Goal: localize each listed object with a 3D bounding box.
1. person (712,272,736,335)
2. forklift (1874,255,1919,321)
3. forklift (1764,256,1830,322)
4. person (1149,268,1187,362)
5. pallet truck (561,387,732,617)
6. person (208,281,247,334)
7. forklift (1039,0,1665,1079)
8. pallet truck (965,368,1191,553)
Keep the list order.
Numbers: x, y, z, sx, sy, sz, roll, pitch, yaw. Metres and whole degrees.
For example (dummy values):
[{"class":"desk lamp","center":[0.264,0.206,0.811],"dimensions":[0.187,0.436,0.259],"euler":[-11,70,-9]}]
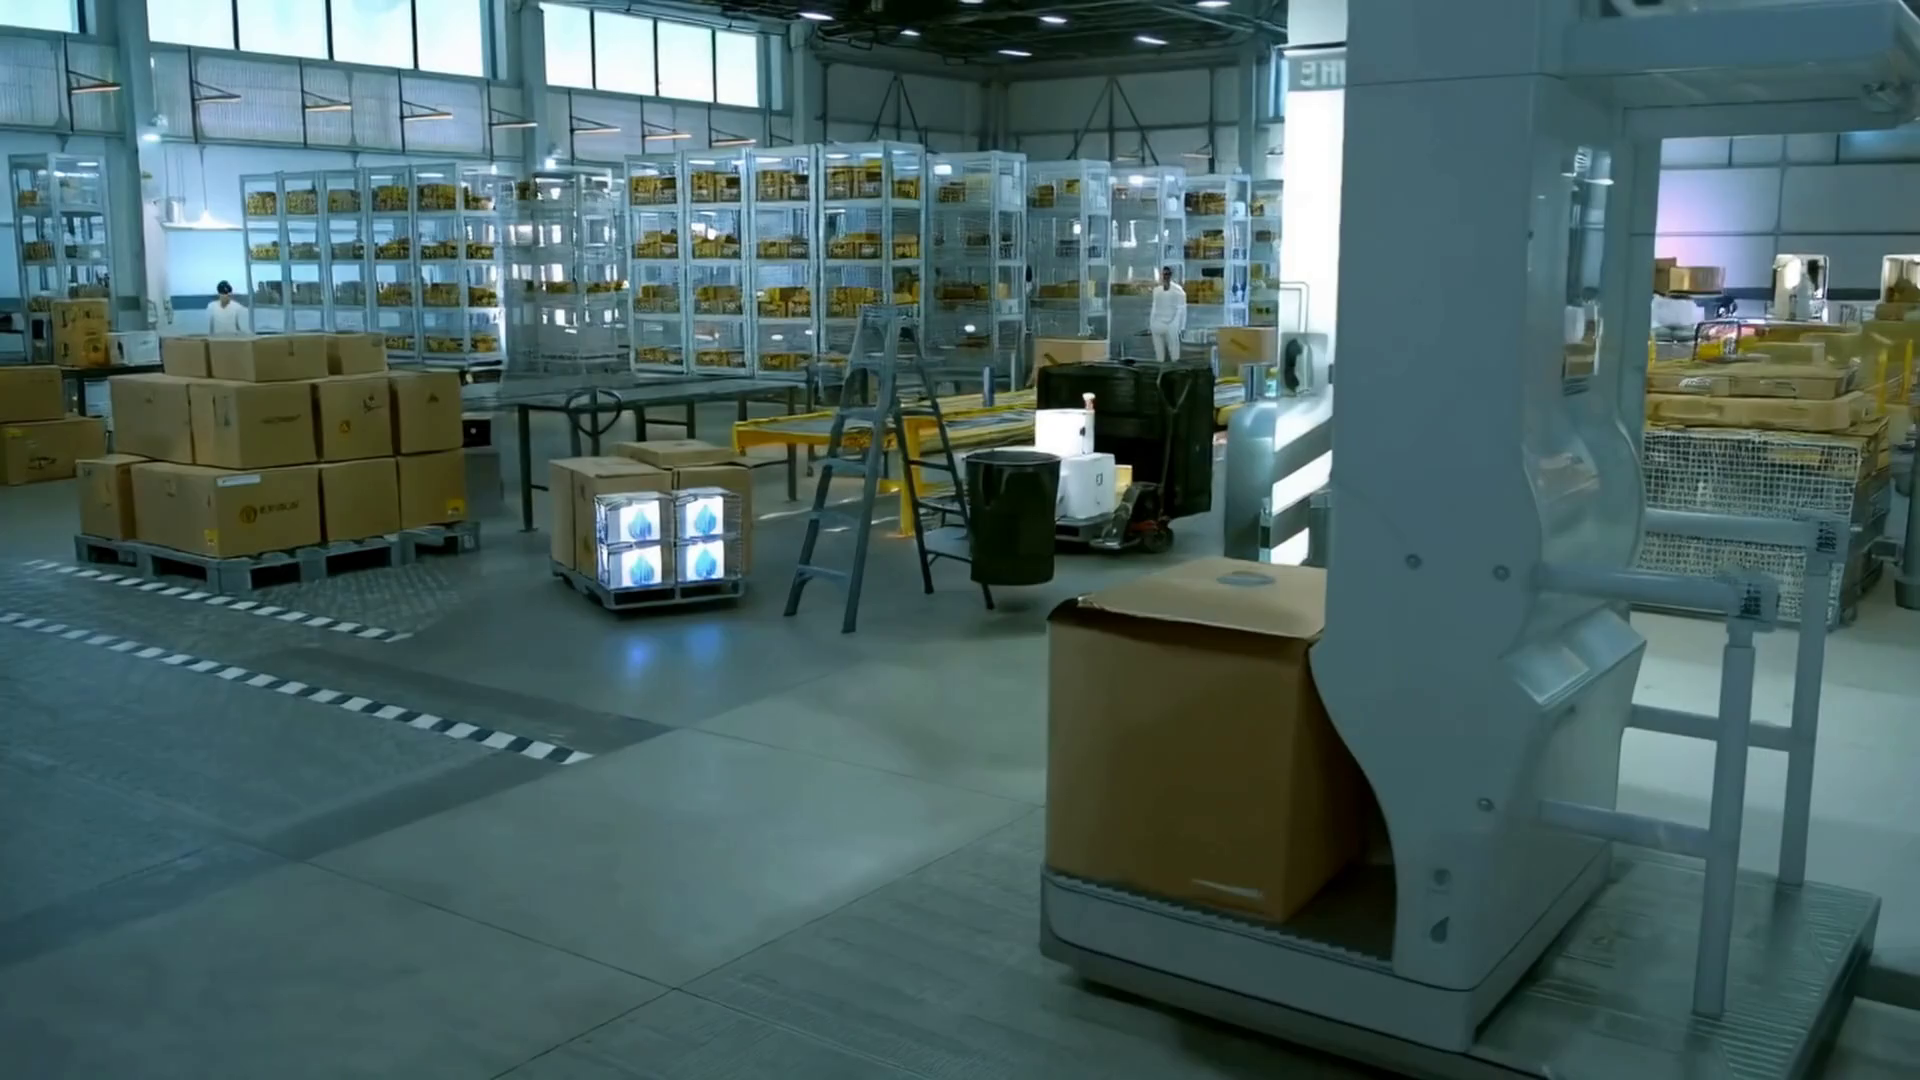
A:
[{"class":"person","center":[-4.301,-4.005,30.455],"dimensions":[0.566,1.849,0.387],"euler":[7,12,35]},{"class":"forklift","center":[22.089,-5.634,38.796],"dimensions":[1.157,1.987,2.680],"euler":[6,11,33]},{"class":"forklift","center":[20.253,-5.854,40.139],"dimensions":[1.157,1.987,2.680],"euler":[7,12,35]},{"class":"person","center":[3.370,-3.494,27.247],"dimensions":[0.644,1.908,0.408],"euler":[7,12,35]},{"class":"pallet truck","center":[-1.981,-0.274,10.088],"dimensions":[0.680,1.201,1.601],"euler":[-5,11,-28]},{"class":"person","center":[-10.623,-2.883,24.105],"dimensions":[0.586,1.733,0.399],"euler":[0,10,1]},{"class":"forklift","center":[1.249,-0.137,4.360],"dimensions":[1.873,2.768,1.129],"euler":[7,12,35]},{"class":"pallet truck","center":[0.845,-0.609,11.869],"dimensions":[1.630,1.274,0.653],"euler":[7,12,35]}]
